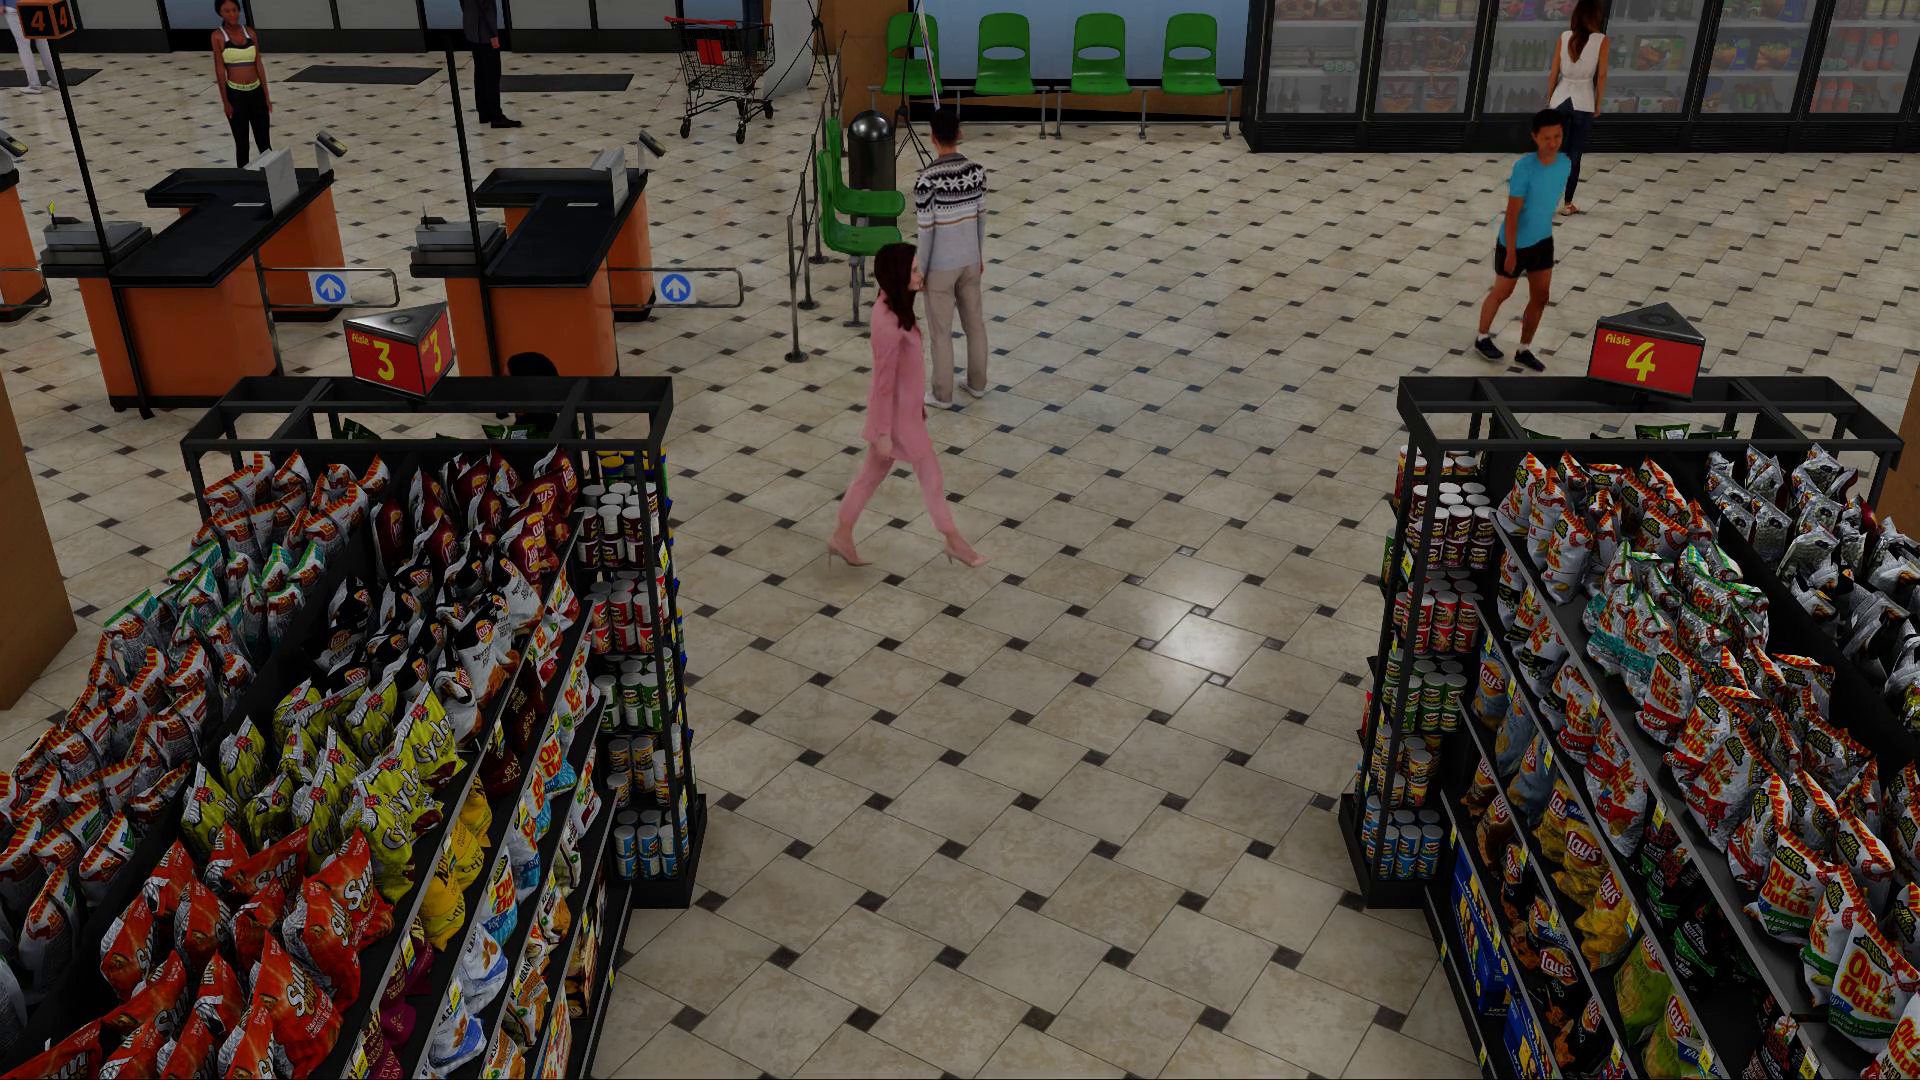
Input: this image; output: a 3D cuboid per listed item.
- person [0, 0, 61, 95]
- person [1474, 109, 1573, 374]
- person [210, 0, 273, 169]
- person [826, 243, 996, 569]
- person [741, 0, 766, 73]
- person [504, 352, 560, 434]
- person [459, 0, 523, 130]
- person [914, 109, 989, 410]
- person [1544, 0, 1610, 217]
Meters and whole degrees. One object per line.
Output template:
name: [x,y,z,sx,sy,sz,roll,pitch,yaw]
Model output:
person: [-9.850,-5.655,17.436,0.803,1.887,0.693,16,33,27]
person: [3.626,-1.953,10.812,0.792,1.737,0.930,-14,32,-25]
person: [-6.015,-3.698,13.990,0.639,1.755,0.695,-24,37,-37]
person: [-0.406,-0.597,8.316,0.685,1.750,1.018,0,29,0]
person: [-2.315,-6.110,18.371,0.735,1.790,0.621,-15,32,-26]
person: [-1.814,-0.035,7.336,0.656,1.702,0.522,-5,29,-9]
person: [-4.665,-4.986,16.258,0.865,1.842,0.775,-21,35,-33]
person: [-0.047,-1.716,10.252,0.767,1.858,0.792,-20,35,-33]
person: [5.059,-3.586,13.754,0.684,1.785,0.689,15,32,25]
